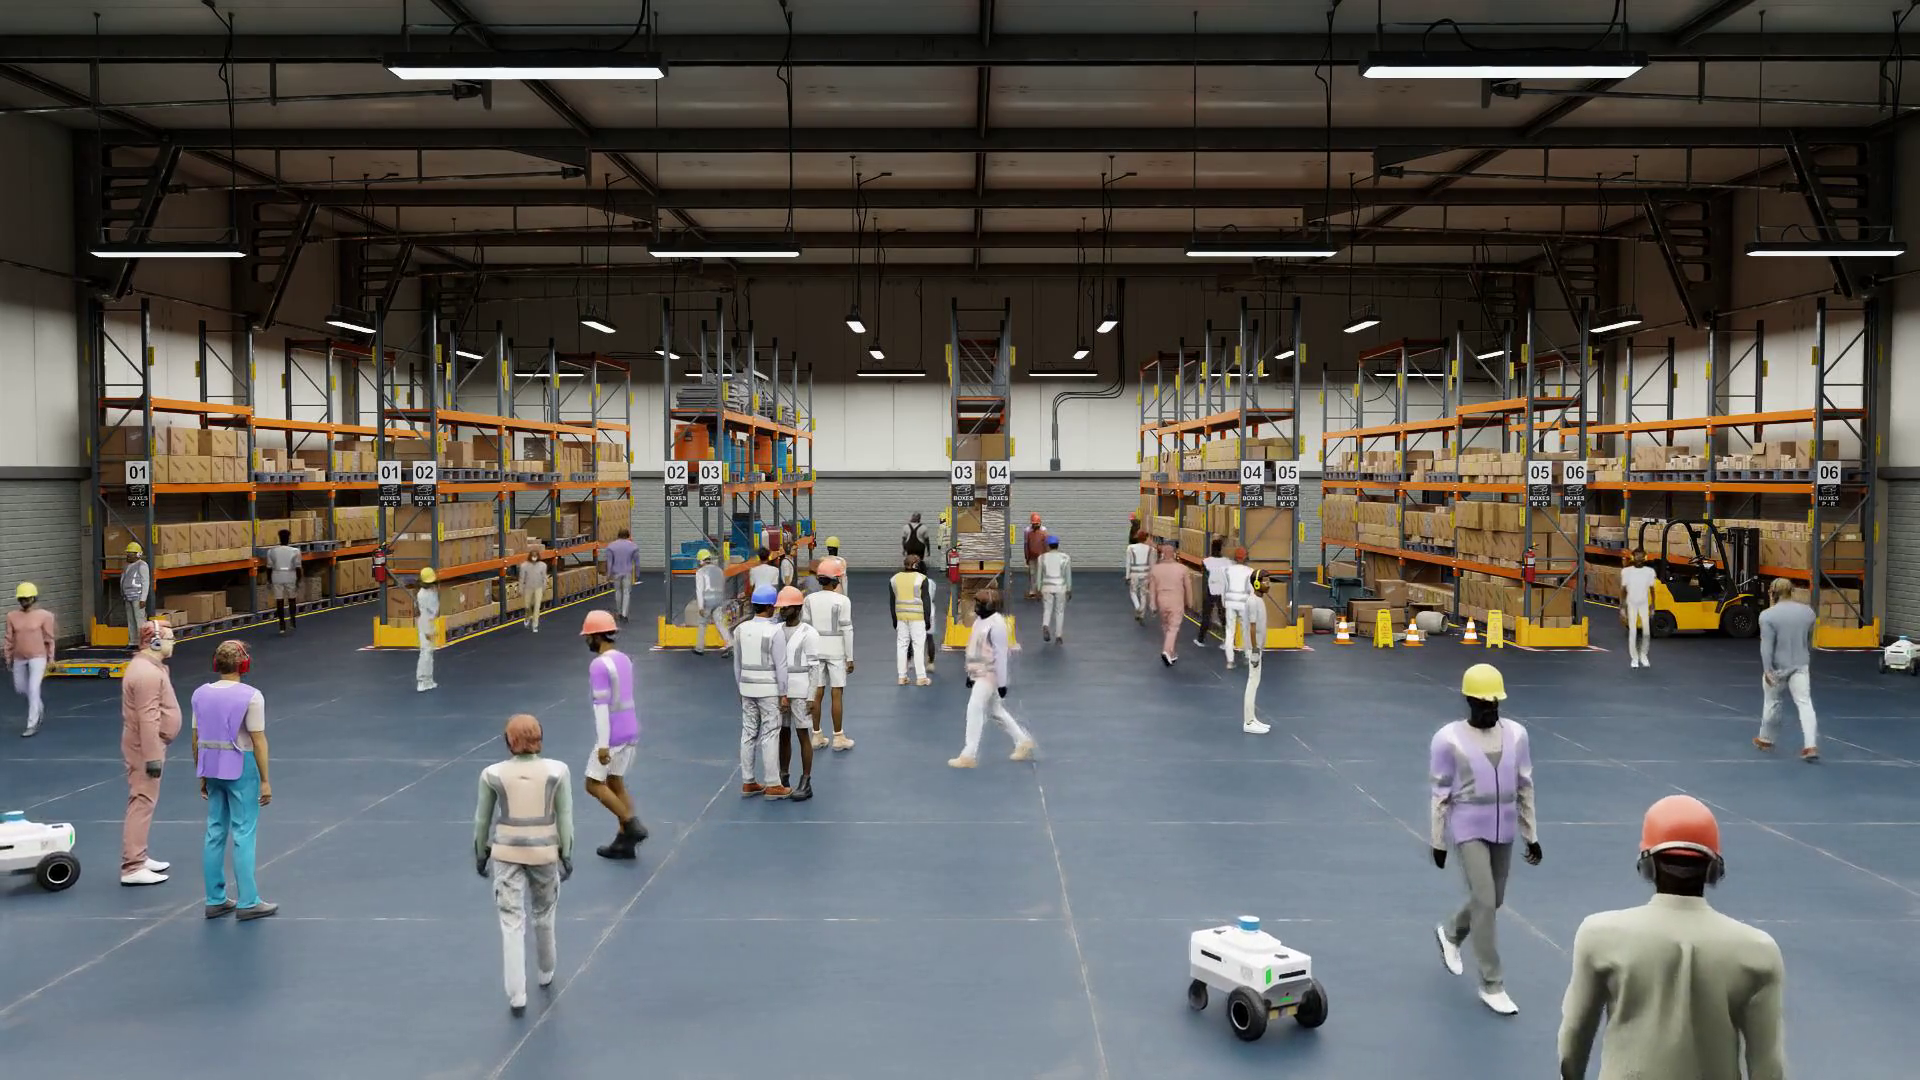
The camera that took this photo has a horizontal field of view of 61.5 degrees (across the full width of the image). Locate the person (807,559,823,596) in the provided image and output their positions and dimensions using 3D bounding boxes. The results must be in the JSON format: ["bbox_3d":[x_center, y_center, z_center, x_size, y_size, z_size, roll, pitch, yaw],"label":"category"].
[{"bbox_3d":[-2.390,1.103,26.068,0.758,1.601,0.508,1,2,17],"label":"person"}]

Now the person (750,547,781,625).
[{"bbox_3d":[-2.995,1.026,25.094,0.529,1.832,0.831,0,2,11],"label":"person"}]

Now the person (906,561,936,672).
[{"bbox_3d":[-0.629,1.141,24.281,0.552,1.673,0.730,-2,3,-36],"label":"person"}]

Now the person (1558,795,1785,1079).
[{"bbox_3d":[2.195,1.766,5.022,0.616,1.956,0.895,0,2,11],"label":"person"}]

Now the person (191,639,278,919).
[{"bbox_3d":[-4.856,1.588,10.762,0.570,1.849,0.379,1,2,18],"label":"person"}]

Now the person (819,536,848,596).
[{"bbox_3d":[-2.128,0.905,26.982,0.588,1.930,0.359,1,3,25],"label":"person"}]

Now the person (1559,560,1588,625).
[{"bbox_3d":[11.582,0.886,30.450,0.542,1.680,0.424,0,2,3],"label":"person"}]

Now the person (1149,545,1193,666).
[{"bbox_3d":[3.270,1.014,25.170,0.648,1.869,0.954,1,3,26],"label":"person"}]

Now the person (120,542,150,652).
[{"bbox_3d":[-13.777,0.953,26.922,0.600,1.836,0.404,1,3,33],"label":"person"}]

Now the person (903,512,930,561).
[{"bbox_3d":[-1.140,0.232,43.086,0.701,2.000,1.034,1,2,15],"label":"person"}]

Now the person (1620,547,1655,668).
[{"bbox_3d":[10.370,1.029,24.718,0.501,1.858,0.487,1,2,19],"label":"person"}]

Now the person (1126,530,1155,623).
[{"bbox_3d":[3.609,0.722,32.329,0.598,1.866,0.428,0,2,-5],"label":"person"}]

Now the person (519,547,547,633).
[{"bbox_3d":[-8.073,0.925,30.513,0.513,1.606,0.612,-1,2,-18],"label":"person"}]

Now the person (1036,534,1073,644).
[{"bbox_3d":[1.657,0.857,28.233,0.627,1.933,0.493,1,2,13],"label":"person"}]

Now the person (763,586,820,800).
[{"bbox_3d":[-1.541,1.387,14.726,0.542,1.939,0.363,1,3,33],"label":"person"}]

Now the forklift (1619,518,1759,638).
[{"bbox_3d":[13.417,0.684,29.791,2.313,2.155,1.214,0,2,0],"label":"forklift"}]

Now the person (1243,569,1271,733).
[{"bbox_3d":[3.429,1.268,18.597,0.325,1.871,0.516,1,2,16],"label":"person"}]

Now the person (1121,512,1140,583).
[{"bbox_3d":[4.902,0.196,44.502,0.770,1.964,0.640,-1,2,-18],"label":"person"}]

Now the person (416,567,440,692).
[{"bbox_3d":[-7.257,1.211,22.165,0.344,1.698,0.656,0,2,1],"label":"person"}]

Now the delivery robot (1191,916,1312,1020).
[{"bbox_3d":[1.564,2.282,8.723,0.477,0.478,0.707,-1,2,-29],"label":"delivery robot"}]

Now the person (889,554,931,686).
[{"bbox_3d":[-0.679,1.121,22.741,0.620,1.837,0.430,1,3,27],"label":"person"}]

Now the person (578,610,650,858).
[{"bbox_3d":[-2.685,1.494,12.364,0.516,1.909,0.606,0,2,11],"label":"person"}]

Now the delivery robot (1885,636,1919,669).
[{"bbox_3d":[14.040,1.674,24.040,0.477,0.478,0.707,2,3,43],"label":"delivery robot"}]

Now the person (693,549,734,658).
[{"bbox_3d":[-3.973,1.025,26.011,0.904,1.779,0.602,2,3,42],"label":"person"}]

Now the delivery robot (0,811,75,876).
[{"bbox_3d":[-6.705,2.173,11.470,0.707,0.478,0.477,-2,3,-36],"label":"delivery robot"}]

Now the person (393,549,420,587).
[{"bbox_3d":[-10.895,0.721,31.837,0.548,1.916,0.759,0,2,-4],"label":"person"}]

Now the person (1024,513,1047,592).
[{"bbox_3d":[1.931,0.318,41.066,0.611,1.990,1.053,0,2,-4],"label":"person"}]

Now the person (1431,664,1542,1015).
[{"bbox_3d":[2.934,1.629,9.184,0.591,1.899,0.877,-1,2,-16],"label":"person"}]

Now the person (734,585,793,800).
[{"bbox_3d":[-1.797,1.381,14.758,0.613,1.947,0.388,2,3,35],"label":"person"}]

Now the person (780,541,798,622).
[{"bbox_3d":[-2.879,0.934,27.286,0.332,1.844,0.517,0,2,-4],"label":"person"}]

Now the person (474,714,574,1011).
[{"bbox_3d":[-2.442,1.774,9.058,0.539,1.603,0.709,-1,2,-14],"label":"person"}]

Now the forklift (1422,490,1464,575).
[{"bbox_3d":[13.926,-0.371,47.846,1.873,2.768,1.129,0,2,0],"label":"forklift"}]

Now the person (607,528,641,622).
[{"bbox_3d":[-6.808,0.697,32.750,0.652,1.883,1.014,0,2,-6],"label":"person"}]

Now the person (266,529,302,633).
[{"bbox_3d":[-12.744,0.765,30.447,0.616,1.938,0.805,-1,2,-22],"label":"person"}]

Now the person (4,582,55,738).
[{"bbox_3d":[-10.598,1.338,18.446,0.531,1.748,0.704,0,2,-5],"label":"person"}]

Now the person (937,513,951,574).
[{"bbox_3d":[-0.498,0.095,48.585,0.404,1.833,0.593,1,3,25],"label":"person"}]

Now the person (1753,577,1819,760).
[{"bbox_3d":[8.670,1.335,16.912,0.639,1.889,1.063,0,2,0],"label":"person"}]

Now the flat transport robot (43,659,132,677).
[{"bbox_3d":[-12.715,1.874,23.691,1.431,0.197,0.652,0,2,0],"label":"flat transport robot"}]

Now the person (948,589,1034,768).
[{"bbox_3d":[0.332,1.387,16.437,0.897,1.808,0.623,0,2,-12],"label":"person"}]

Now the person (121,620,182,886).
[{"bbox_3d":[-5.916,1.531,11.812,0.409,1.895,0.660,-1,3,-26],"label":"person"}]

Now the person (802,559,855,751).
[{"bbox_3d":[-1.403,1.229,17.385,0.607,2.048,0.369,1,3,27],"label":"person"}]

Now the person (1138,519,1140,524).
[{"bbox_3d":[5.054,0.241,45.302,0.519,1.809,0.646,0,2,3],"label":"person"}]

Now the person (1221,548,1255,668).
[{"bbox_3d":[4.304,1.035,24.900,0.591,1.829,0.996,1,2,20],"label":"person"}]

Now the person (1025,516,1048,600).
[{"bbox_3d":[1.810,0.421,38.362,0.620,1.994,0.393,2,3,40],"label":"person"}]

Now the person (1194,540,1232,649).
[{"bbox_3d":[4.356,0.921,27.552,0.601,1.858,1.020,-1,2,-23],"label":"person"}]
